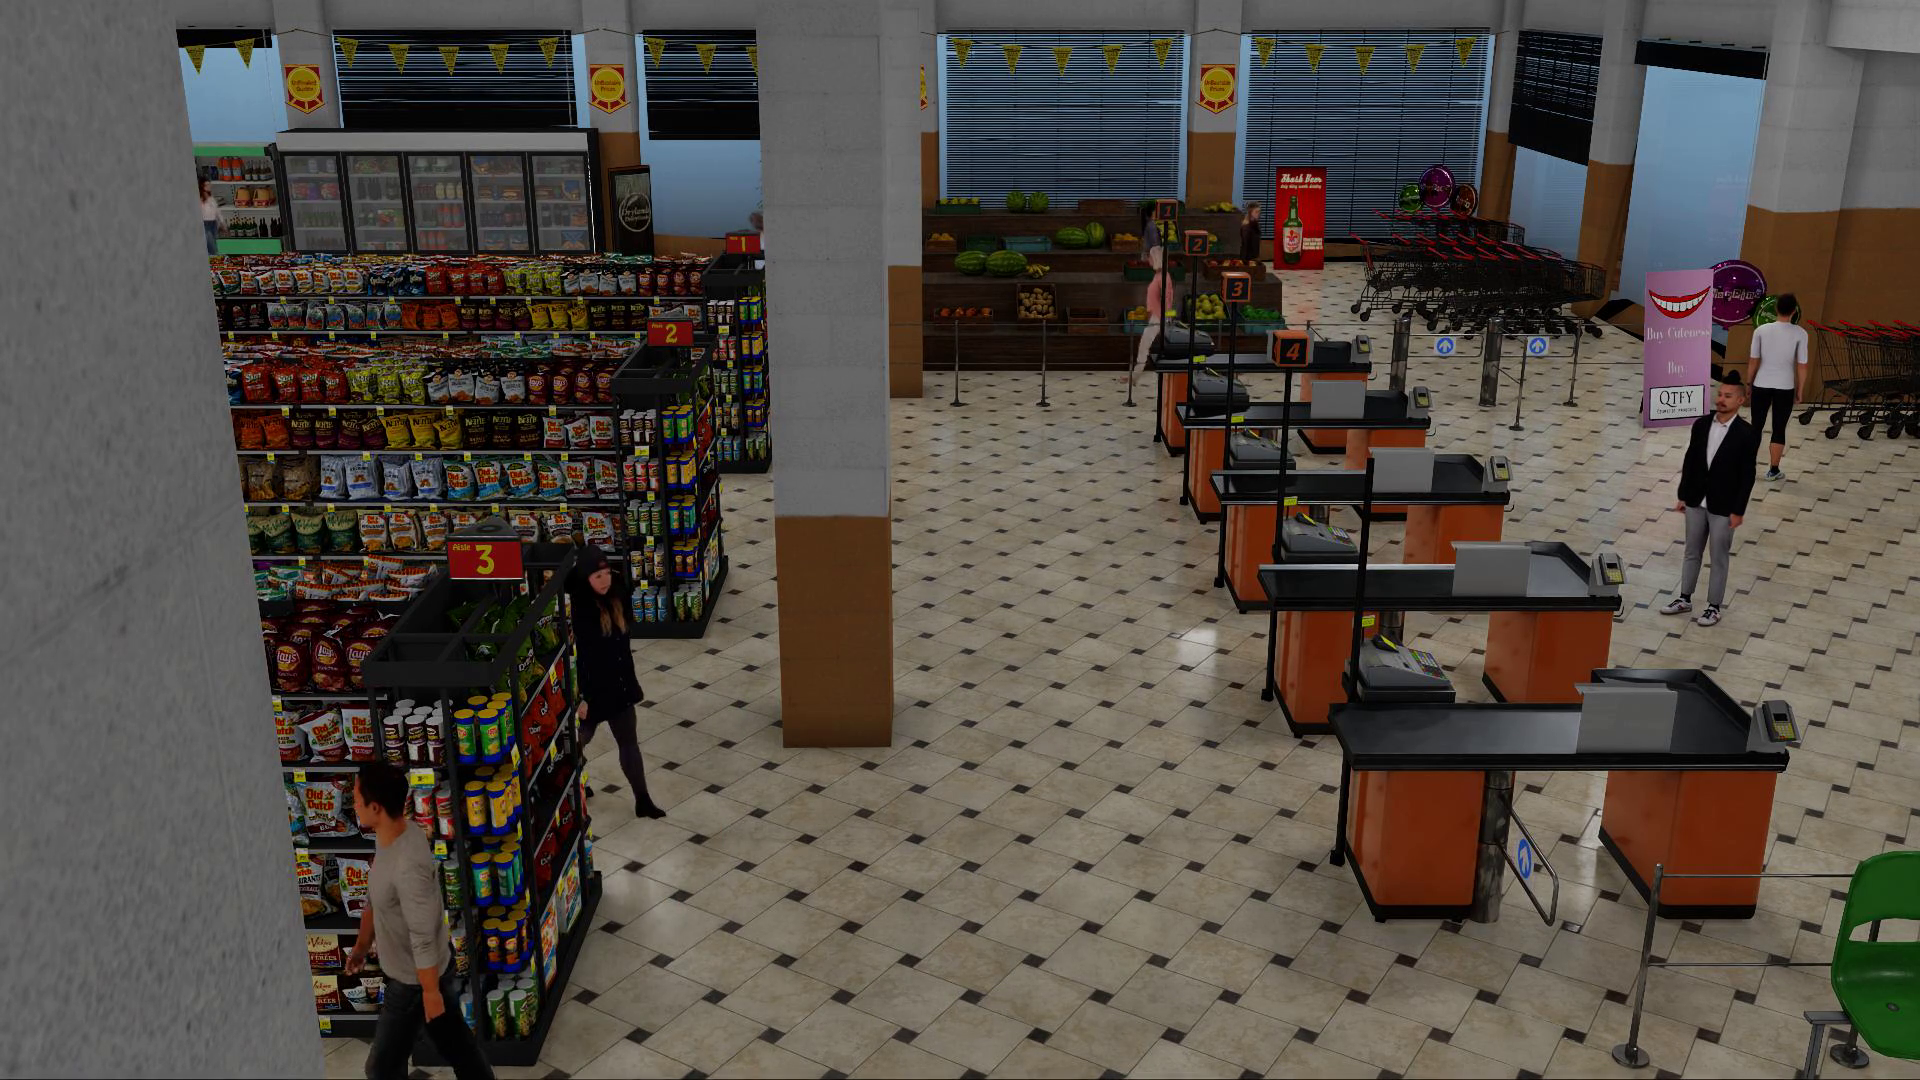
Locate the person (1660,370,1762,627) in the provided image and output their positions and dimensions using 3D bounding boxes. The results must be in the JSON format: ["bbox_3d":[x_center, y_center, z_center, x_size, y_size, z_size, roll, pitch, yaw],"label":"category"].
[{"bbox_3d":[5.709,-0.327,12.567,0.813,1.948,0.799,-12,22,-32],"label":"person"}]

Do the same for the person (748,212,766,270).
[{"bbox_3d":[-2.514,-3.221,21.284,0.944,1.861,0.709,-1,19,-4],"label":"person"}]

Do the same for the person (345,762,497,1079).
[{"bbox_3d":[-2.103,1.723,6.764,1.026,1.771,0.877,-8,20,-23],"label":"person"}]

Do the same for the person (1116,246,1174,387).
[{"bbox_3d":[2.475,-2.622,19.808,1.181,1.670,0.614,0,19,-1],"label":"person"}]

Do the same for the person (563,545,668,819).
[{"bbox_3d":[-2.156,0.824,9.646,1.184,1.632,1.089,15,24,37],"label":"person"}]

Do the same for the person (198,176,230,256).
[{"bbox_3d":[-12.147,-4.965,26.737,1.219,1.683,0.897,6,20,18],"label":"person"}]

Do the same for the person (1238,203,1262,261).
[{"bbox_3d":[4.043,-3.971,23.804,1.146,1.672,0.988,12,22,31],"label":"person"}]

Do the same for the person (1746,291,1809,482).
[{"bbox_3d":[7.924,-1.498,16.186,0.708,1.853,0.823,12,22,31],"label":"person"}]

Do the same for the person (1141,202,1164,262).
[{"bbox_3d":[2.656,-4.013,23.965,1.033,1.650,0.651,1,19,3],"label":"person"}]
